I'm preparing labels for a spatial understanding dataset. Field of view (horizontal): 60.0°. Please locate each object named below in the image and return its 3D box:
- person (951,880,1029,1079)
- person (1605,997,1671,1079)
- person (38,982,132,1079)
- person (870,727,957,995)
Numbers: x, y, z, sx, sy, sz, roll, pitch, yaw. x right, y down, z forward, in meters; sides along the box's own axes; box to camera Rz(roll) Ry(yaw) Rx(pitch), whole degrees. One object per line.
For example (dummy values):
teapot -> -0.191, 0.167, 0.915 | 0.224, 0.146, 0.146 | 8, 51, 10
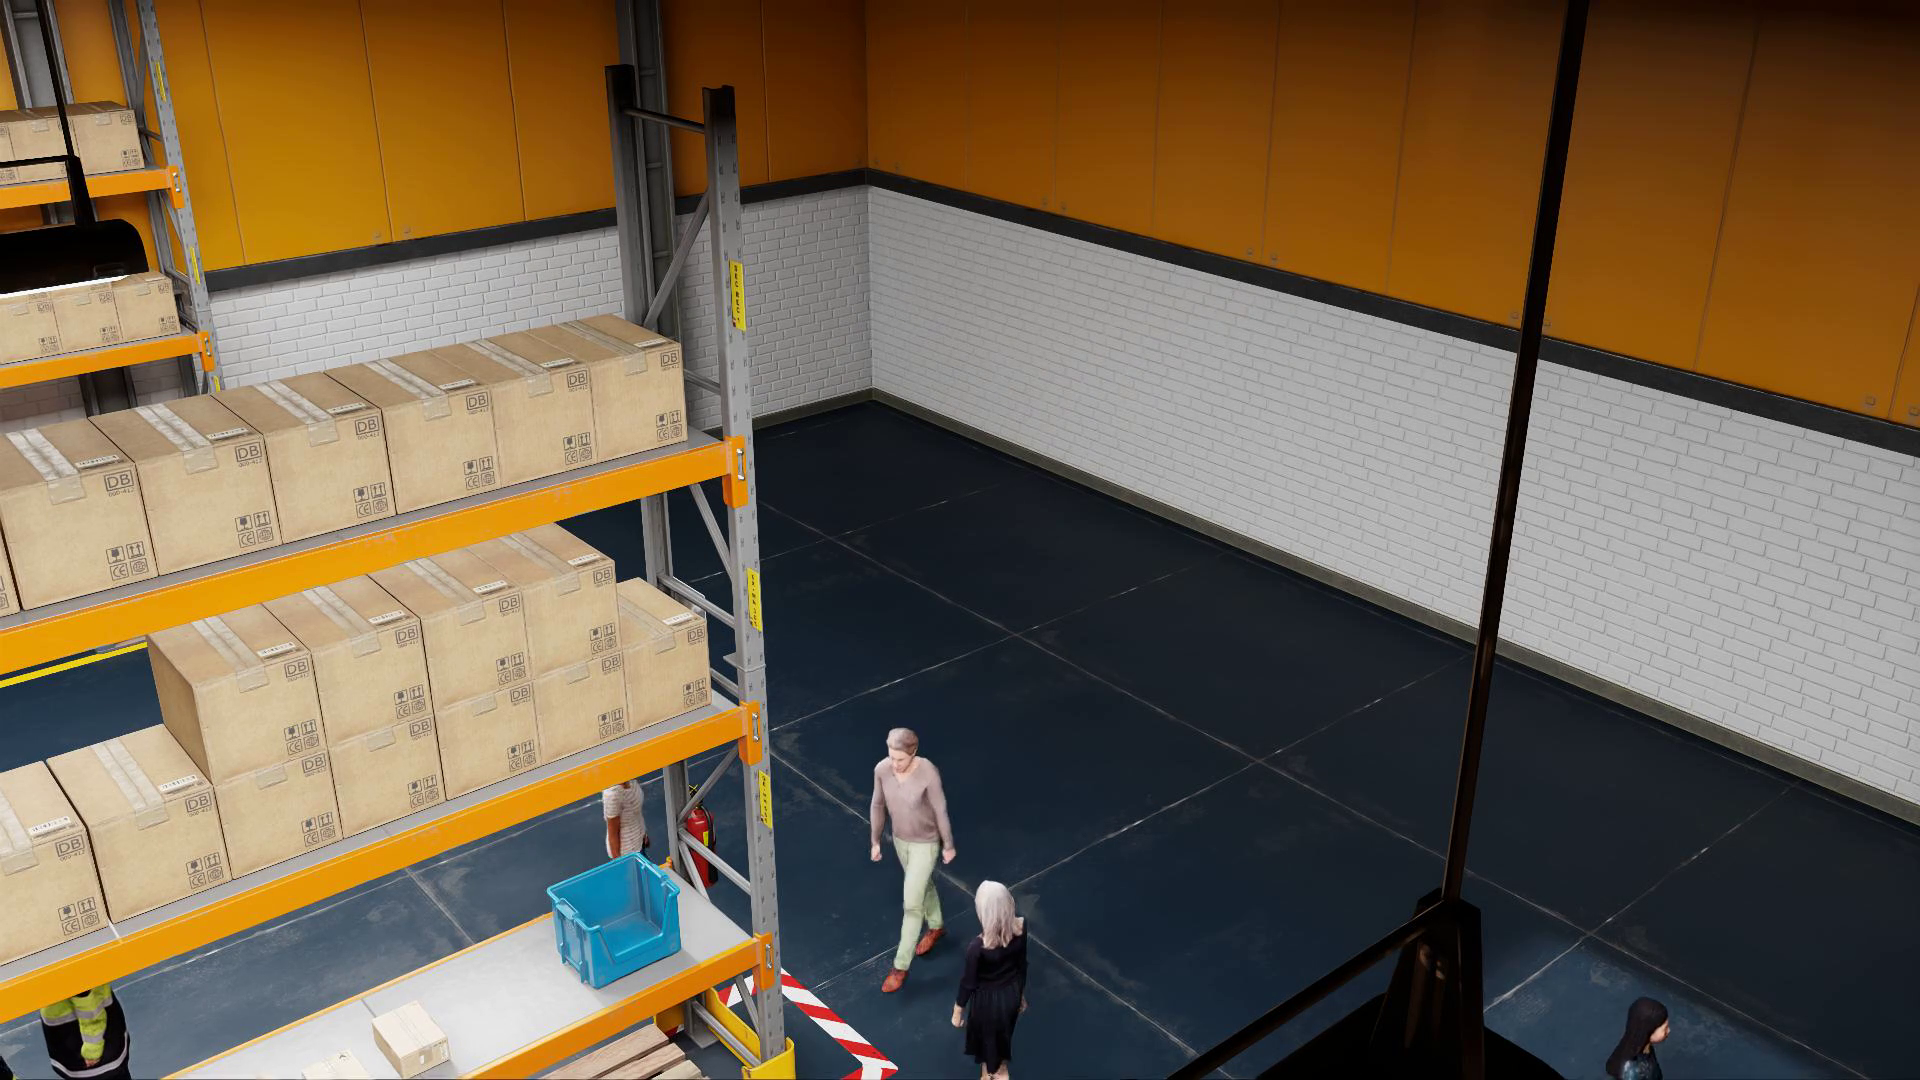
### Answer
person -> 0.256, 2.712, 9.461 | 0.636, 1.737, 0.687 | -21, 31, -40
person -> 3.324, 3.092, 8.648 | 0.880, 1.692, 1.098 | 13, 27, 27
person -> -4.858, 2.679, 9.232 | 0.627, 1.981, 0.768 | -17, 29, -34
person -> -0.244, 1.975, 11.037 | 0.890, 1.825, 1.149 | 14, 27, 28
